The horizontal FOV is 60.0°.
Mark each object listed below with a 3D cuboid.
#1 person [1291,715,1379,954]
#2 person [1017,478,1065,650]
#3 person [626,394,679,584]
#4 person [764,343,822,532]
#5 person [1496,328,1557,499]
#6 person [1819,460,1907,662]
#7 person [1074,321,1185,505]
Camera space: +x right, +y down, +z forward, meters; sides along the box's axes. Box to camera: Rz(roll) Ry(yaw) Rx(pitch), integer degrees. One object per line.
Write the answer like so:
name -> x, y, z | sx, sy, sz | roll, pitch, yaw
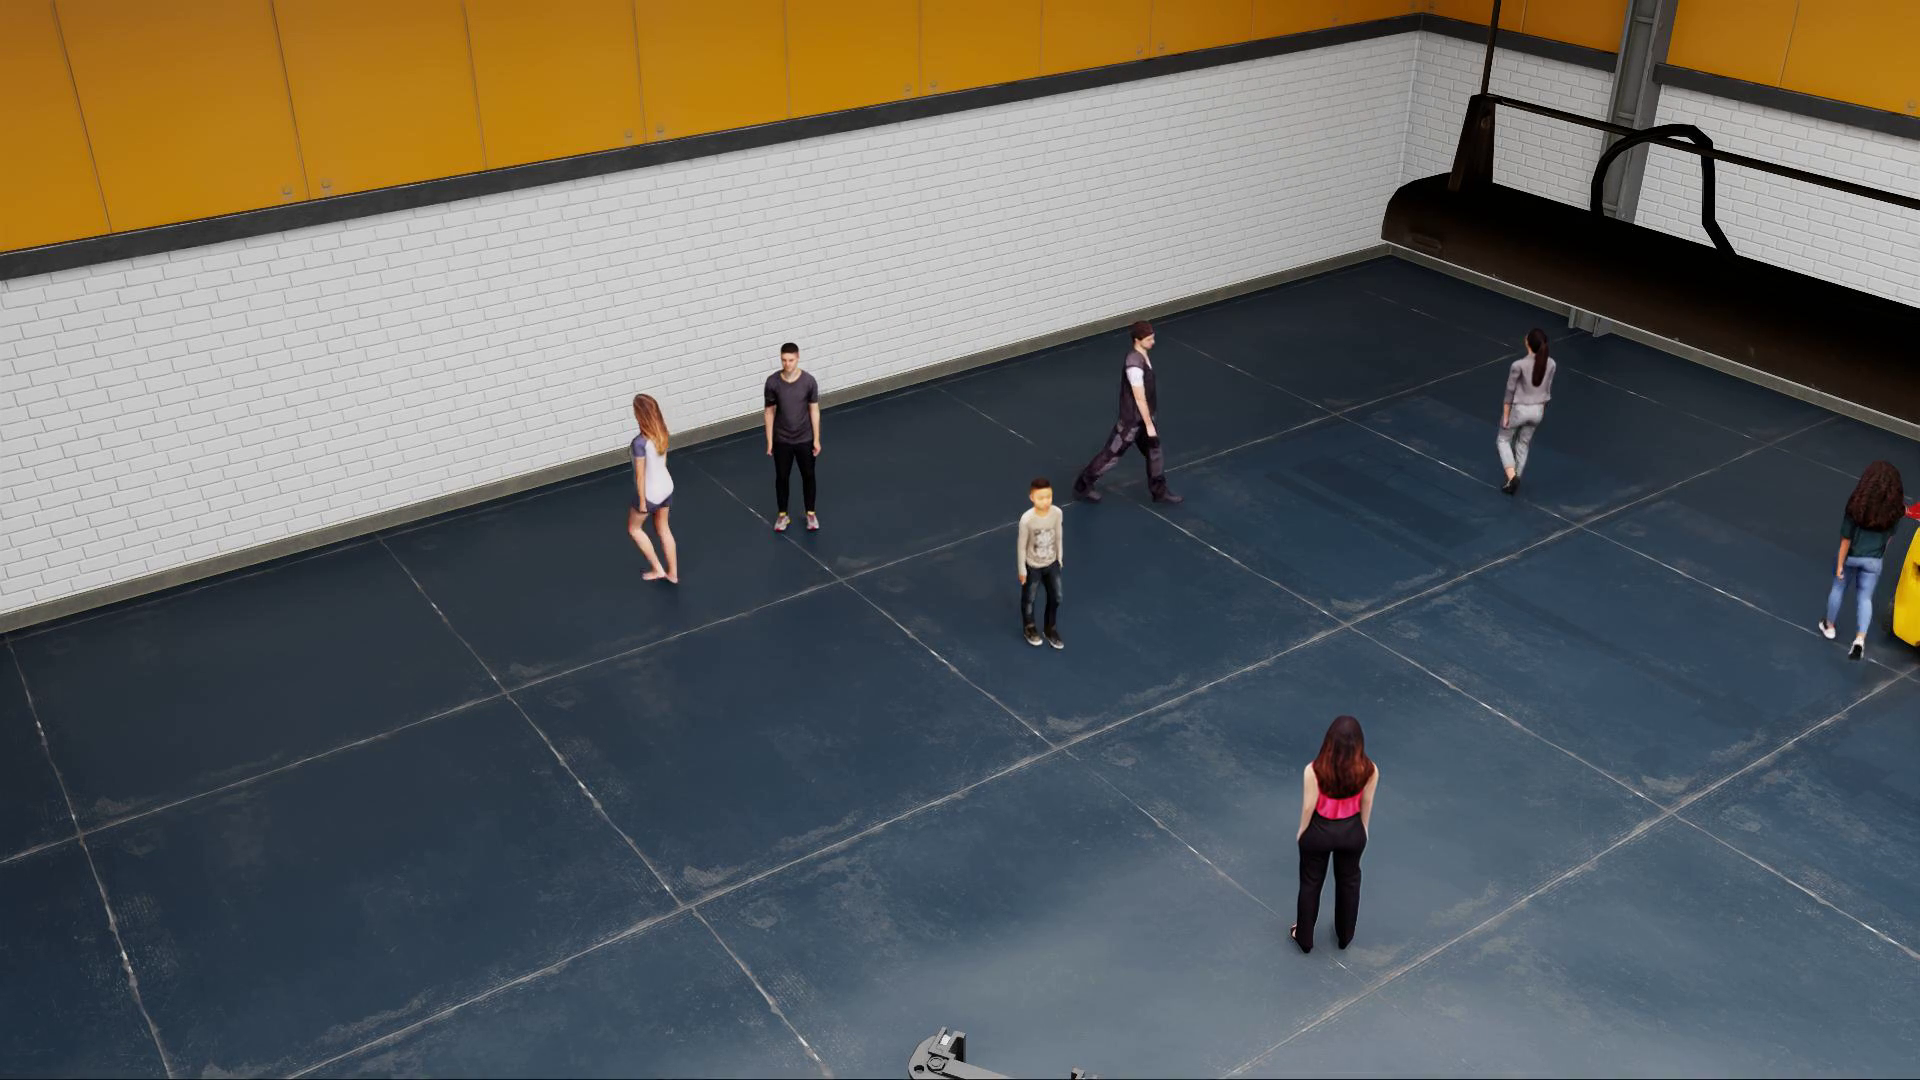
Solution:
person -> 2.222, 1.749, 9.910 | 0.663, 1.660, 0.681 | -1, 29, -2
person -> 0.596, 0.146, 13.065 | 0.624, 1.453, 0.651 | -12, 31, -22
person -> -2.467, -0.376, 13.749 | 0.753, 1.715, 0.725 | 14, 31, 23
person -> -1.454, -0.915, 14.687 | 0.723, 1.764, 0.731 | -1, 29, -3
person -> 5.158, -1.103, 15.133 | 0.763, 1.665, 0.821 | -4, 29, -7
person -> 6.999, 0.177, 12.862 | 1.000, 1.595, 1.018 | 7, 29, 12
person -> 1.464, -1.104, 14.997 | 1.290, 1.798, 1.152 | 7, 29, 12
